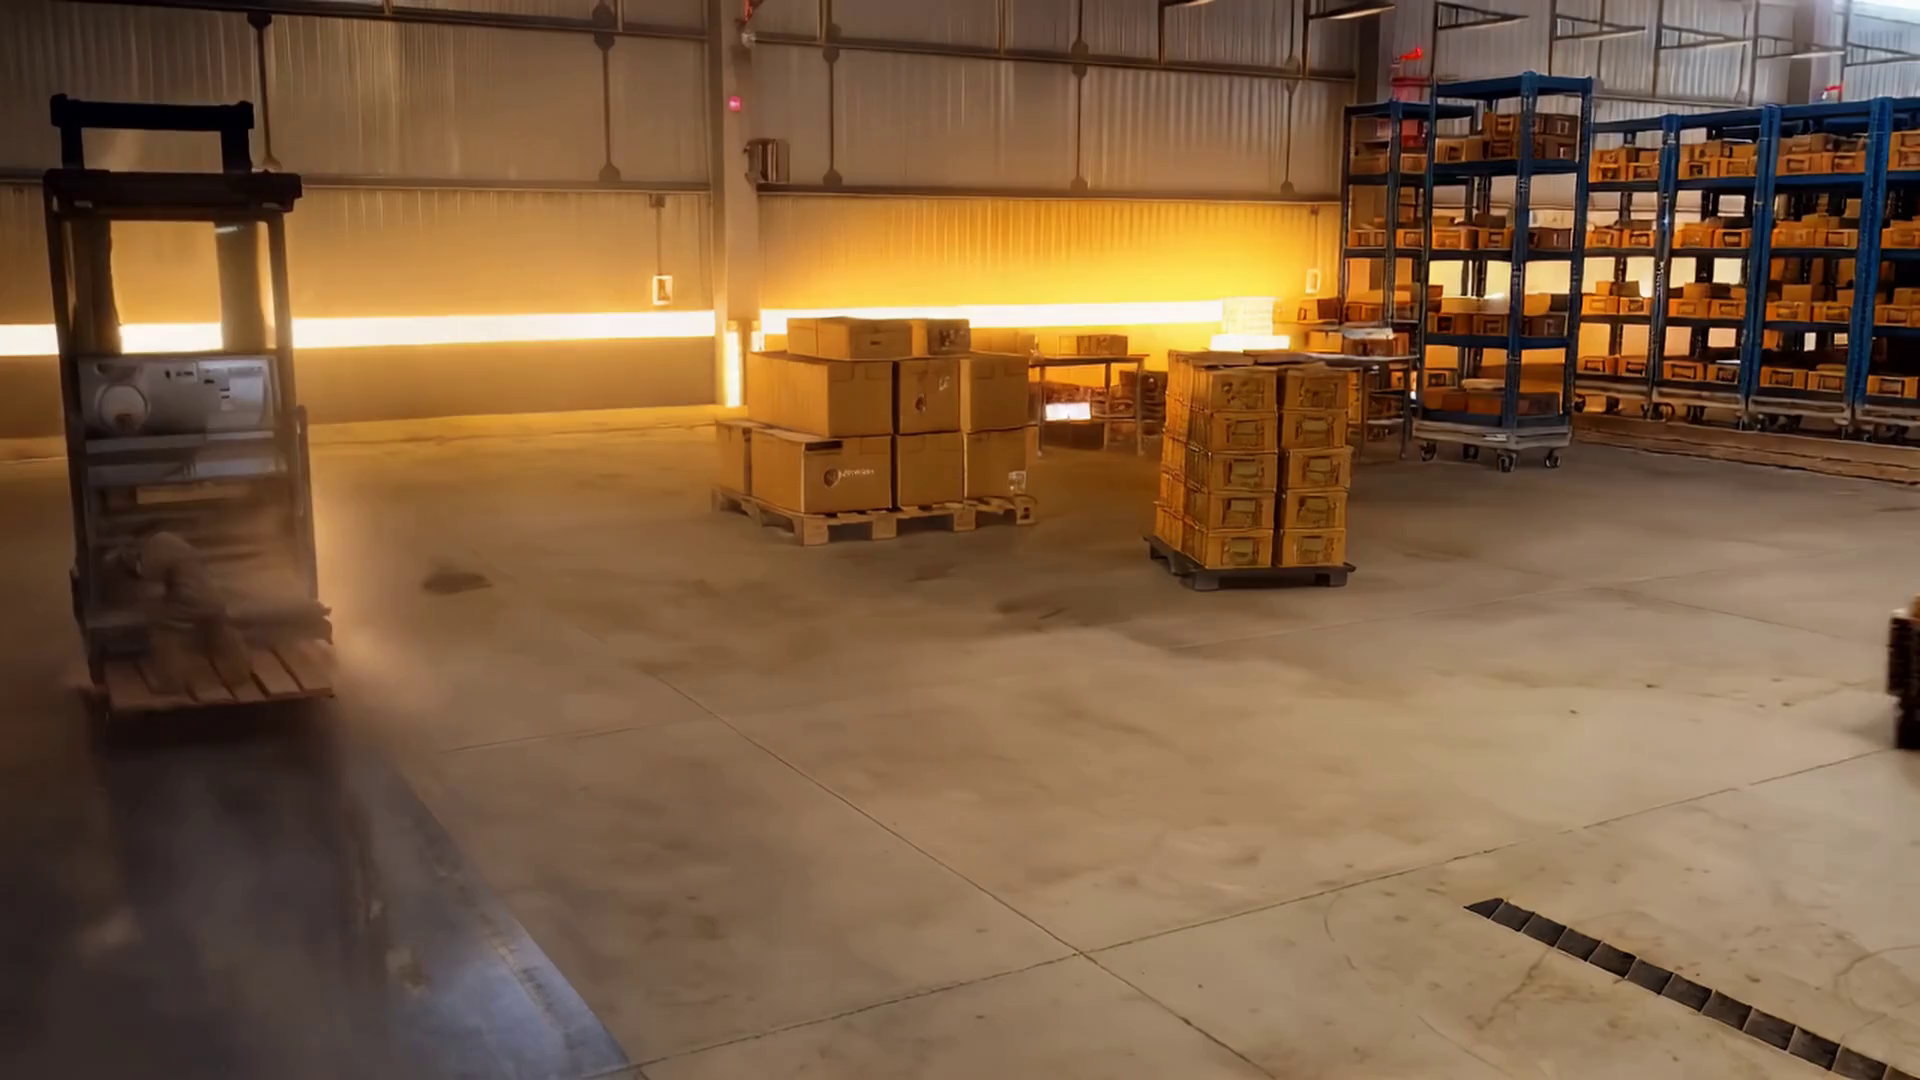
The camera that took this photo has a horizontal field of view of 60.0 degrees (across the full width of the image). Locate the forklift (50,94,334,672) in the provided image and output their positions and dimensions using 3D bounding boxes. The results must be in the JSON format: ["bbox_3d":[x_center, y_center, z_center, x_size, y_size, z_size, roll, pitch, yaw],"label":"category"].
[{"bbox_3d":[-4.166,-0.908,8.816,1.129,2.768,1.873,-6,12,-30],"label":"forklift"}]
